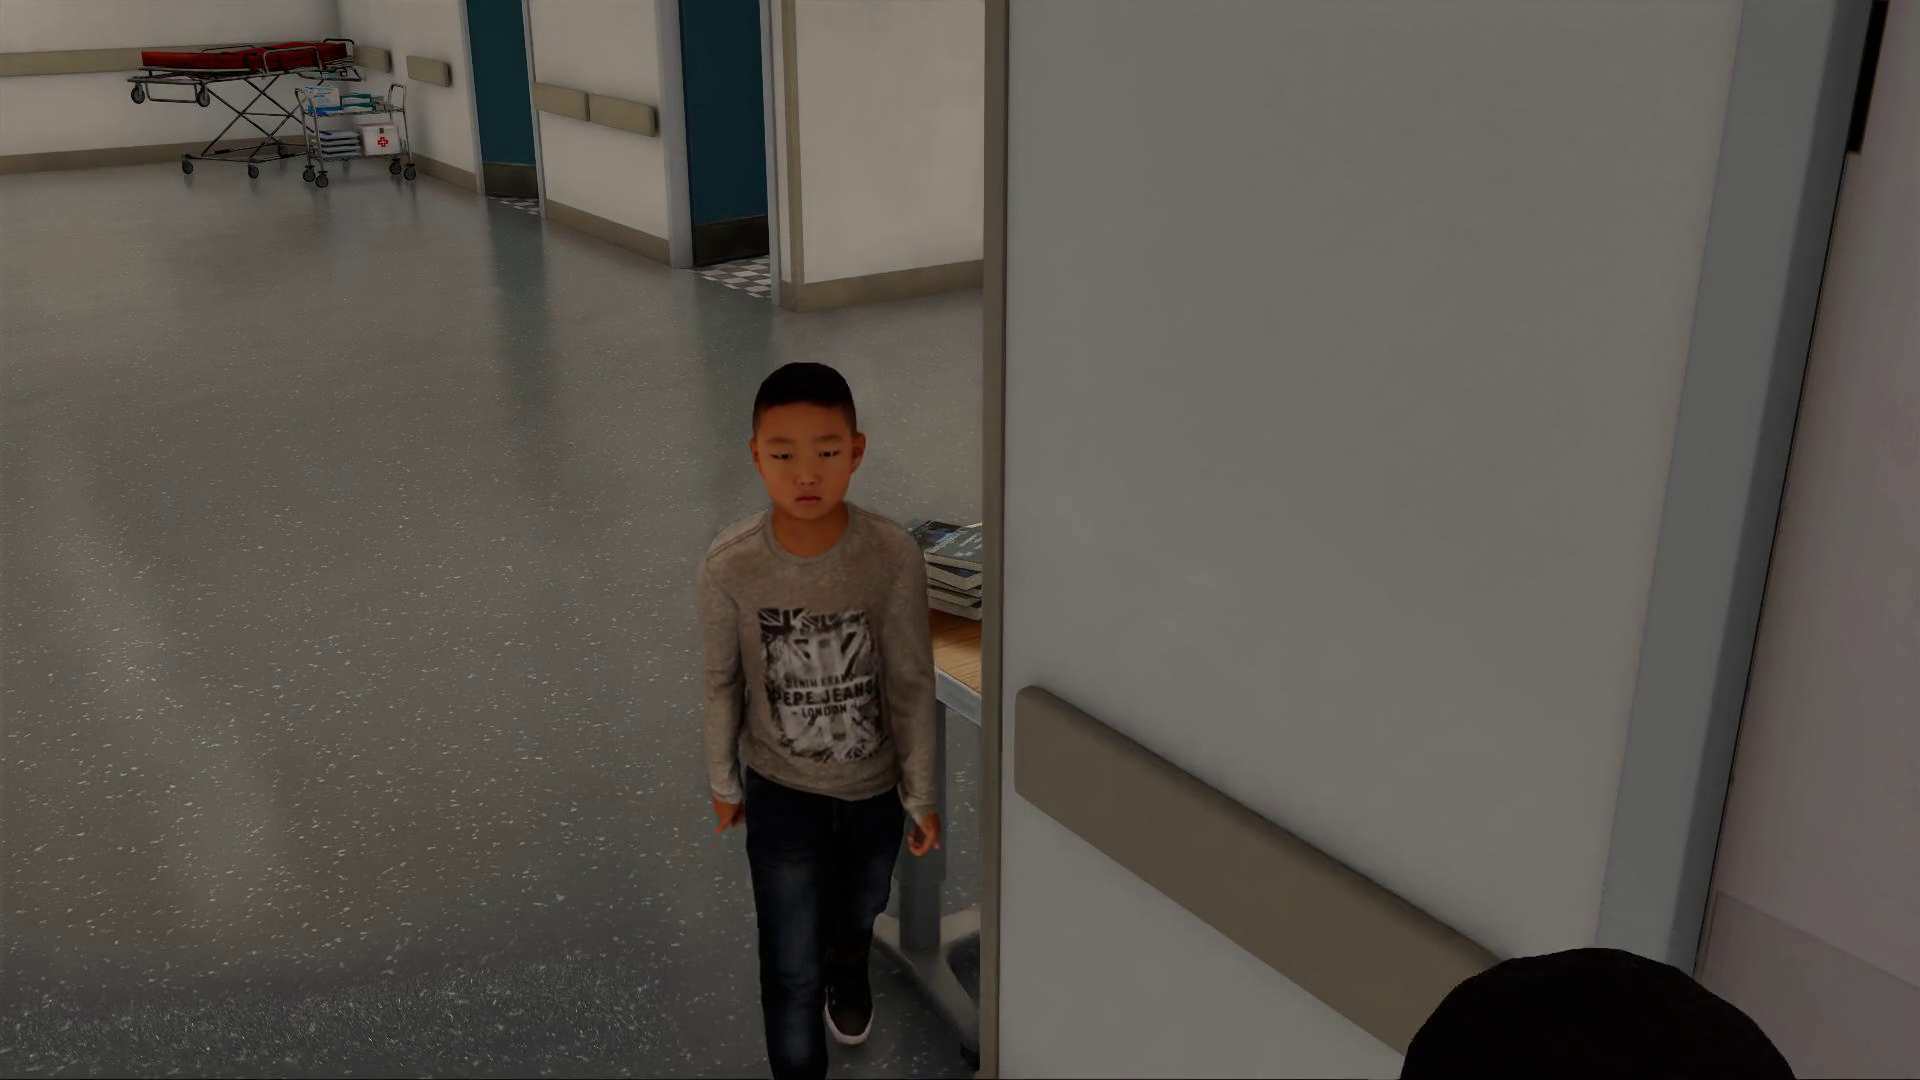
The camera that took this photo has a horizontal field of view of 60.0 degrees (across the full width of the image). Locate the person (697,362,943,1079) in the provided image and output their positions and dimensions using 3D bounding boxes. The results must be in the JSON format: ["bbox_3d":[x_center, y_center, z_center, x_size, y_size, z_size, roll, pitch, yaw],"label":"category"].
[{"bbox_3d":[-0.236,0.385,2.944,0.774,1.445,1.039,-5,21,-12],"label":"person"}]

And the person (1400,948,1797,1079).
[{"bbox_3d":[0.293,0.922,1.188,0.992,1.668,1.271,-4,21,-11],"label":"person"}]
